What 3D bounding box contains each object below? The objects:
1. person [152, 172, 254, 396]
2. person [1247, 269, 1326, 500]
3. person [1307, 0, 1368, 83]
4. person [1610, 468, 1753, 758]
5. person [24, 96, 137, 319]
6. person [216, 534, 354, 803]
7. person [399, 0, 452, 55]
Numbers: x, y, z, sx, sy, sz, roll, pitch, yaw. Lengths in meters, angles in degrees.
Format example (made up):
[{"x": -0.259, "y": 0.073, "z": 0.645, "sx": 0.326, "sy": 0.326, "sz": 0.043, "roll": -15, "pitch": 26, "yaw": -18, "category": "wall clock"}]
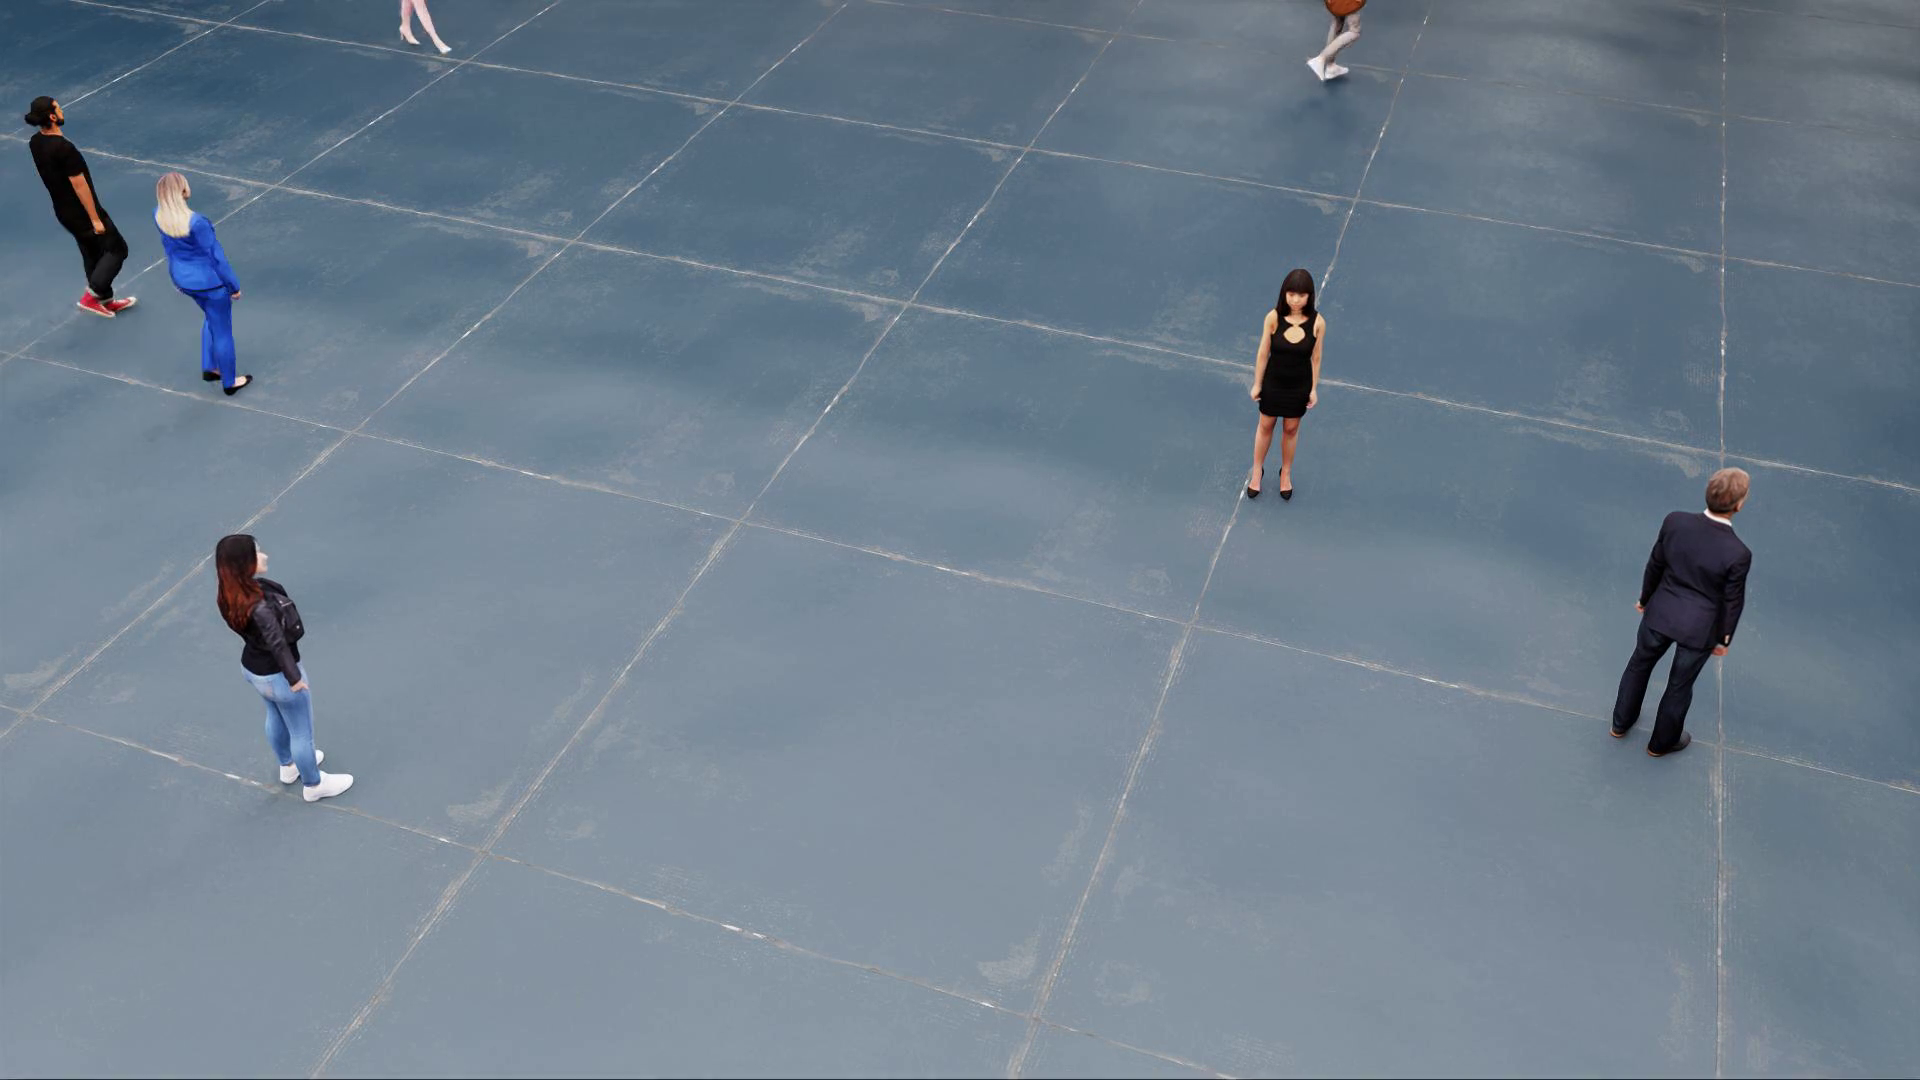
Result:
[{"x": -5.287, "y": -1.713, "z": 11.479, "sx": 0.648, "sy": 1.688, "sz": 0.610, "roll": 15, "pitch": 40, "yaw": 18, "category": "person"}, {"x": 2.071, "y": -0.986, "z": 10.580, "sx": 0.607, "sy": 1.650, "sz": 0.538, "roll": 5, "pitch": 38, "yaw": 7, "category": "person"}, {"x": 3.610, "y": -5.244, "z": 15.881, "sx": 1.021, "sy": 1.825, "sz": 0.957, "roll": -18, "pitch": 41, "yaw": -21, "category": "person"}, {"x": 3.793, "y": 0.376, "z": 8.705, "sx": 0.768, "sy": 1.815, "sz": 0.770, "roll": -28, "pitch": 46, "yaw": -31, "category": "person"}, {"x": -6.574, "y": -2.390, "z": 12.296, "sx": 0.720, "sy": 1.747, "sz": 0.783, "roll": 22, "pitch": 43, "yaw": 25, "category": "person"}, {"x": -3.502, "y": 0.649, "z": 8.505, "sx": 0.714, "sy": 1.631, "sz": 0.700, "roll": 31, "pitch": 47, "yaw": 33, "category": "person"}, {"x": -5.552, "y": -5.743, "z": 16.576, "sx": 0.919, "sy": 1.754, "sz": 1.123, "roll": 25, "pitch": 44, "yaw": 28, "category": "person"}]
